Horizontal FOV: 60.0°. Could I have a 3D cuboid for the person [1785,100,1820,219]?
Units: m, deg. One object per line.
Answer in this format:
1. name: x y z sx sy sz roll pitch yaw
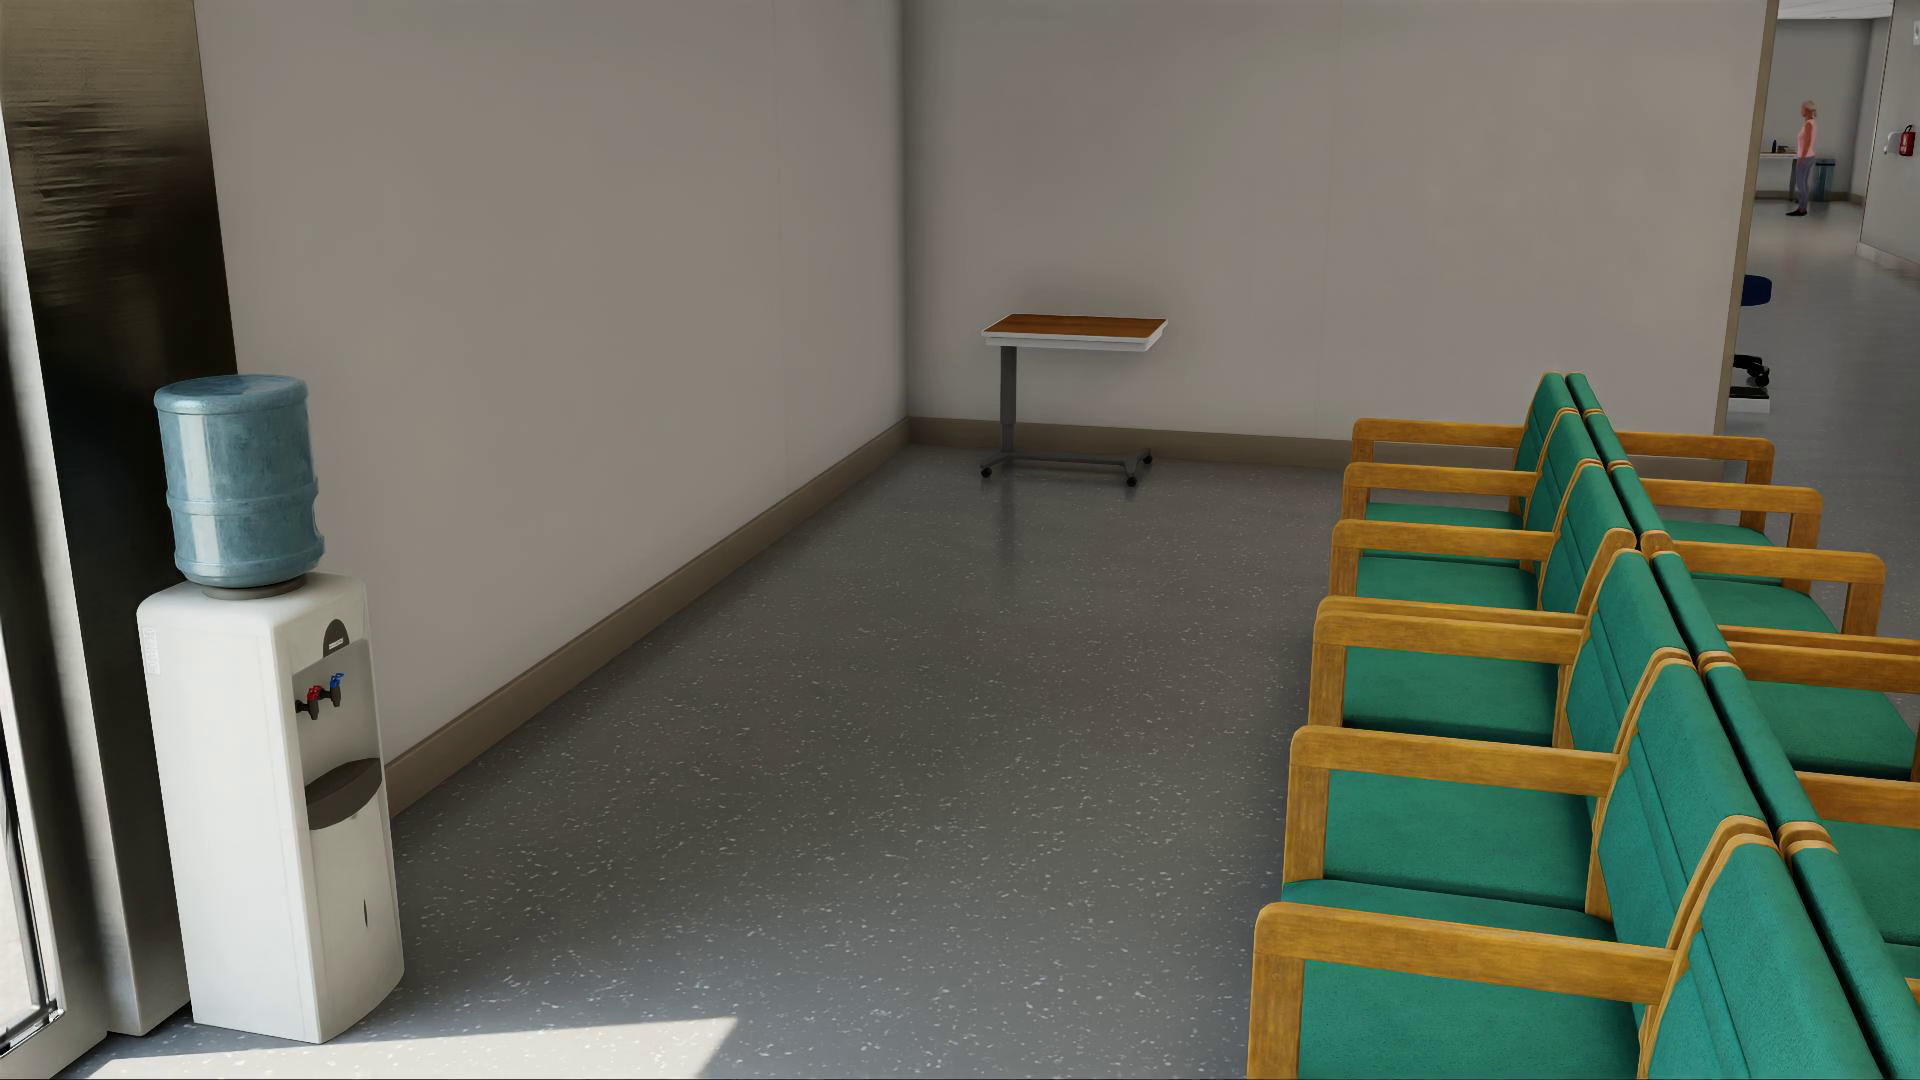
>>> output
1. person: 12.809 -5.772 25.188 0.635 1.723 0.631 12 20 37
